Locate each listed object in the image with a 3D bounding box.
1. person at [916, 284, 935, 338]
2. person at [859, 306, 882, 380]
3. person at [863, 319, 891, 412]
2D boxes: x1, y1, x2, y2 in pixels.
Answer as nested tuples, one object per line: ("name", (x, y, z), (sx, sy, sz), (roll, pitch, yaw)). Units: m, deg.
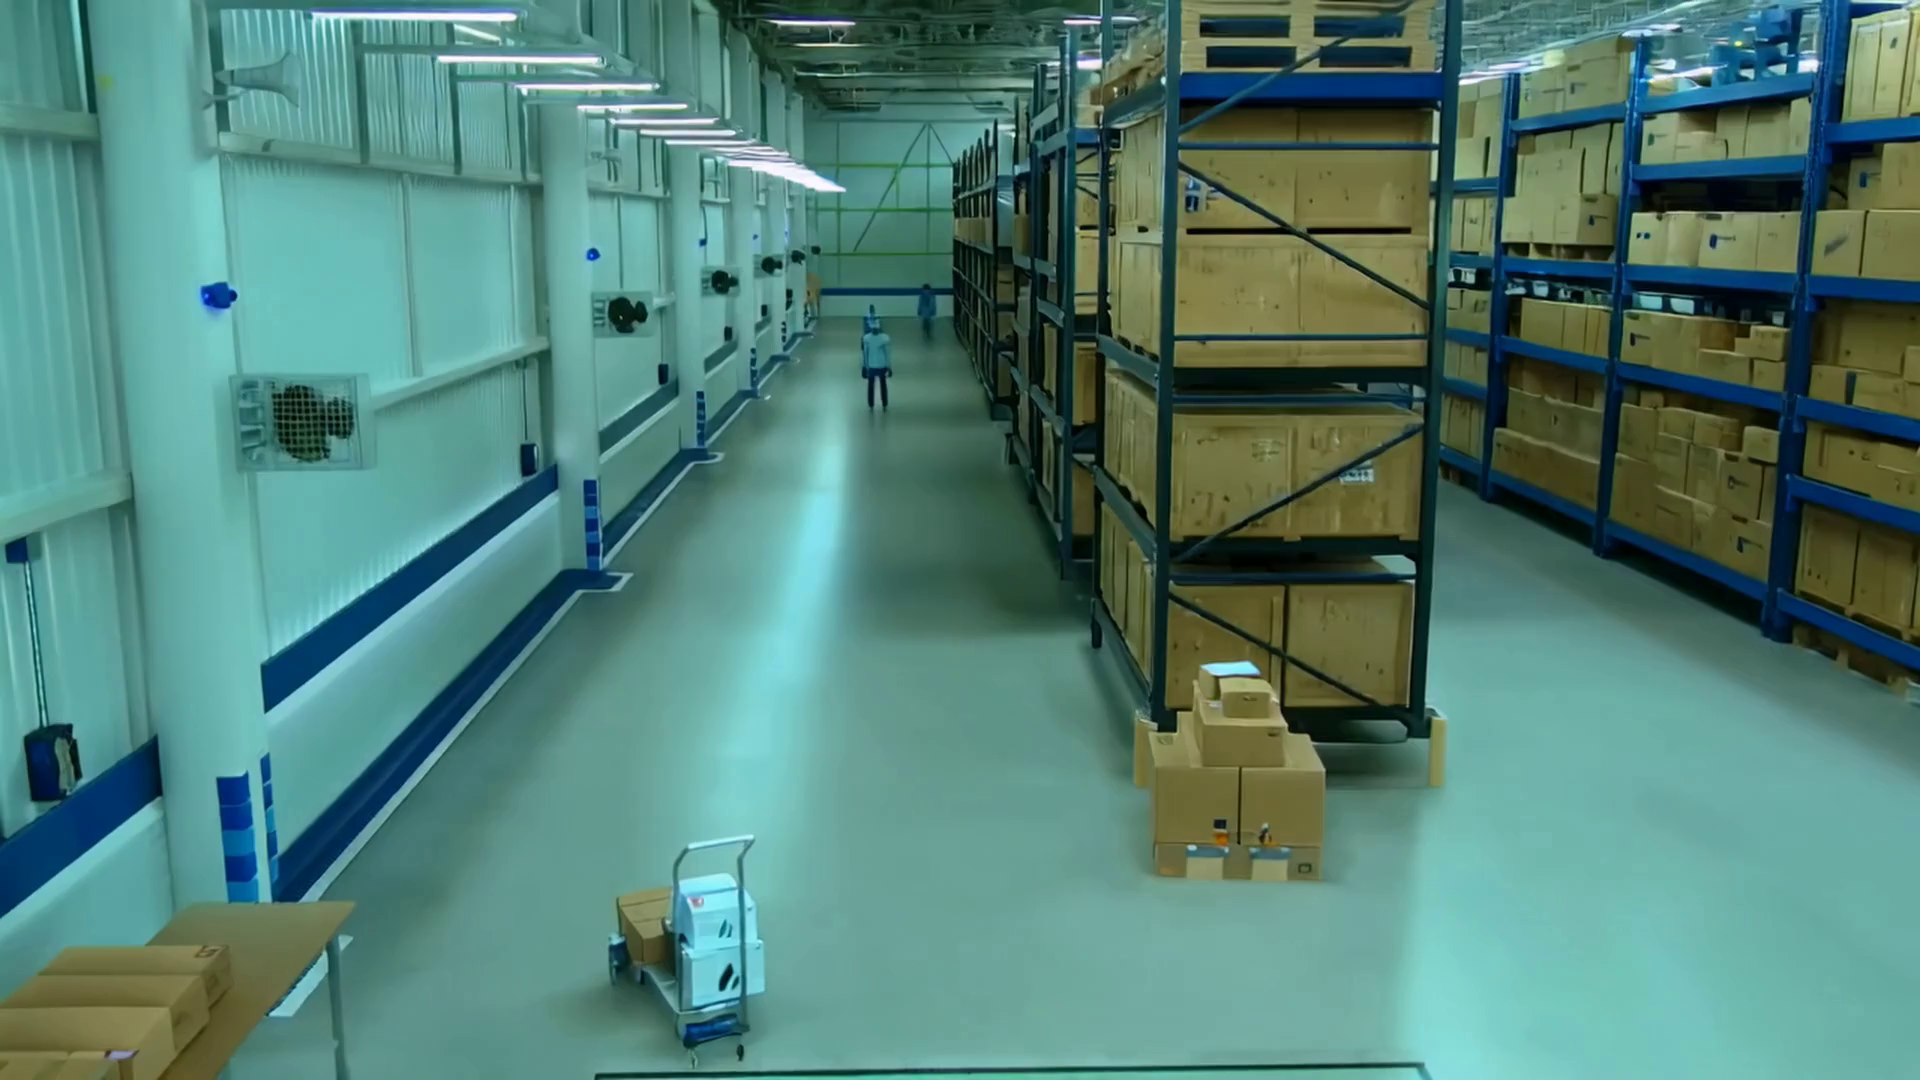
("person", (-1.208, -8.011, 58.206), (0.641, 1.857, 0.987), (0, 11, 0))
("person", (-2.282, -5.046, 42.650), (0.601, 1.906, 0.411), (-2, 11, -10))
("person", (-1.777, -3.736, 35.628), (0.613, 1.988, 0.404), (0, 11, -2))
